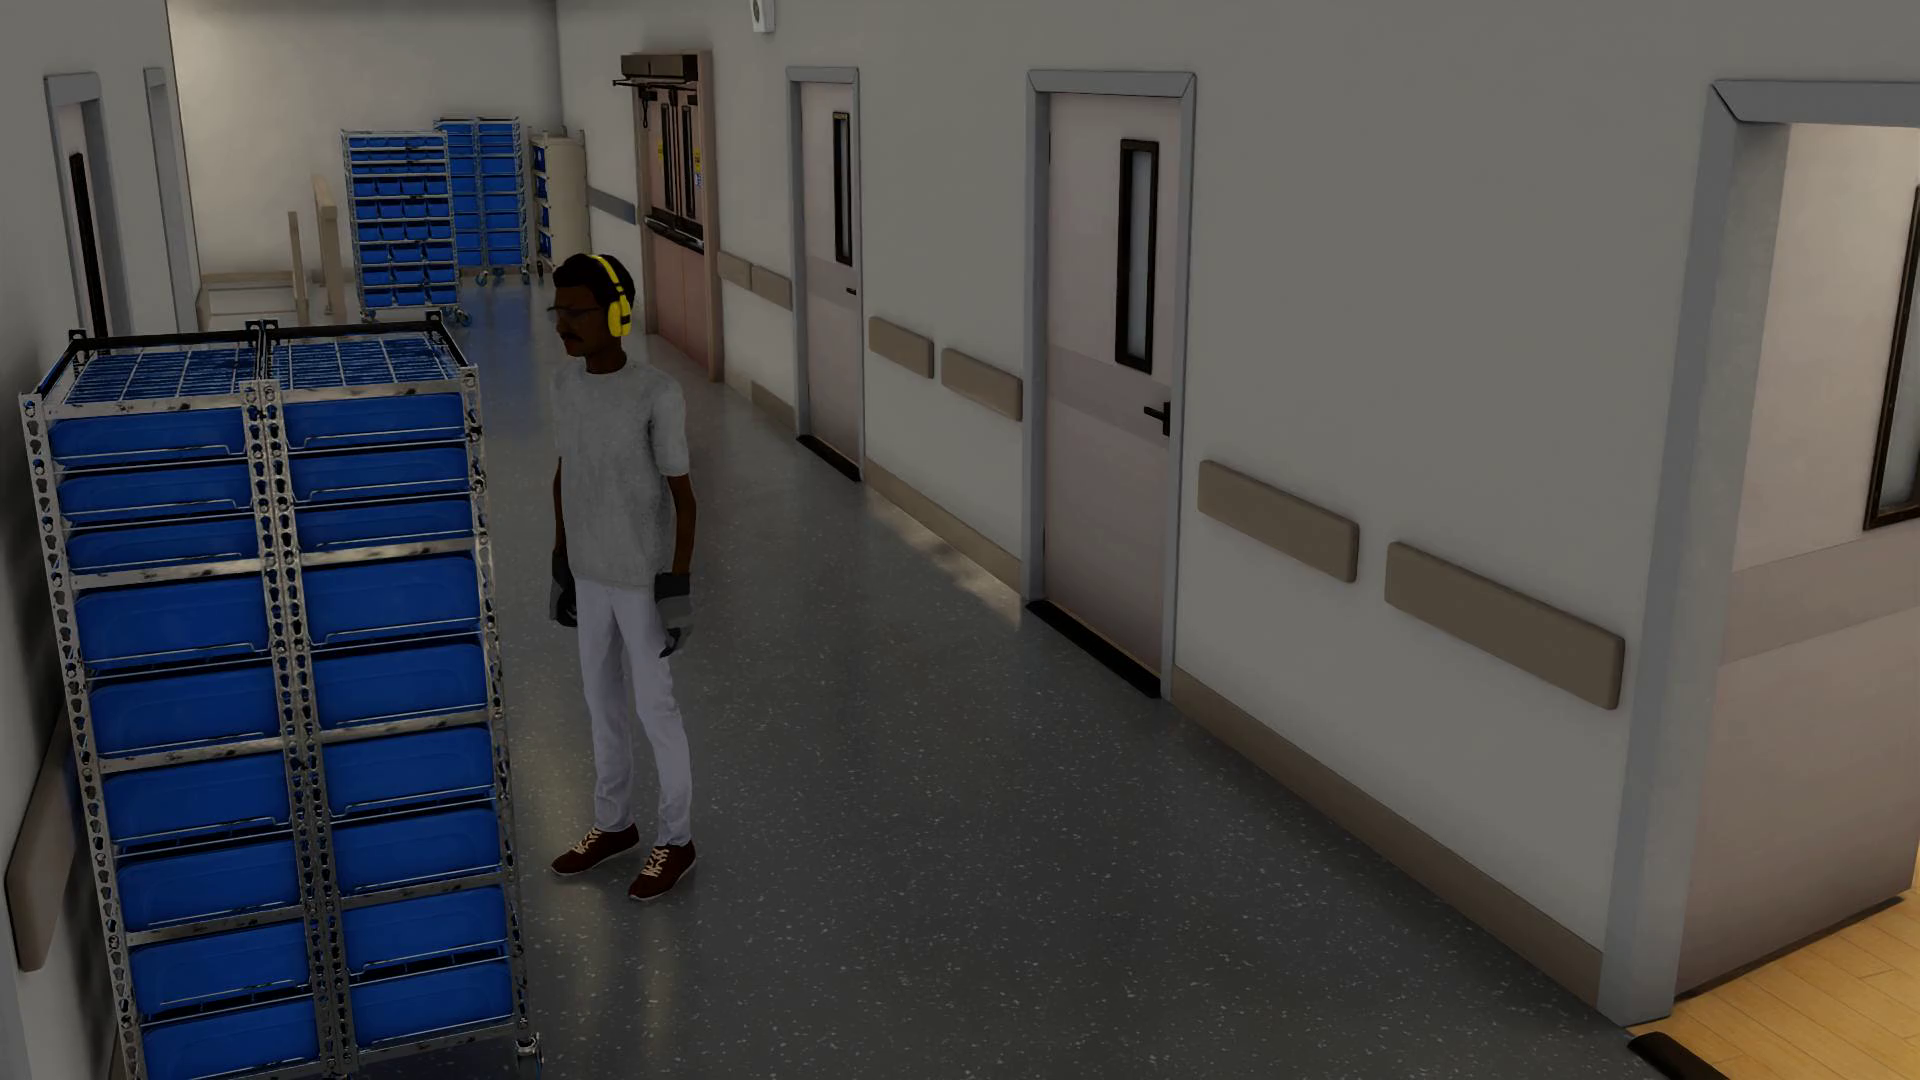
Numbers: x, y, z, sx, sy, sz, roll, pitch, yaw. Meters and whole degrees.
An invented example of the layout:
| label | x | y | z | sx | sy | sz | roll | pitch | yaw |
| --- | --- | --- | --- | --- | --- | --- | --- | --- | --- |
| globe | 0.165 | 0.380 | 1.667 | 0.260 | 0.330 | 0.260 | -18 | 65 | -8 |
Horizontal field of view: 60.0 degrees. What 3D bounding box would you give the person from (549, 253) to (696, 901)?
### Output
| label | x | y | z | sx | sy | sz | roll | pitch | yaw |
| --- | --- | --- | --- | --- | --- | --- | --- | --- | --- |
| person | -0.982 | 0.117 | 4.758 | 0.532 | 1.869 | 0.311 | 10 | 19 | 31 |
